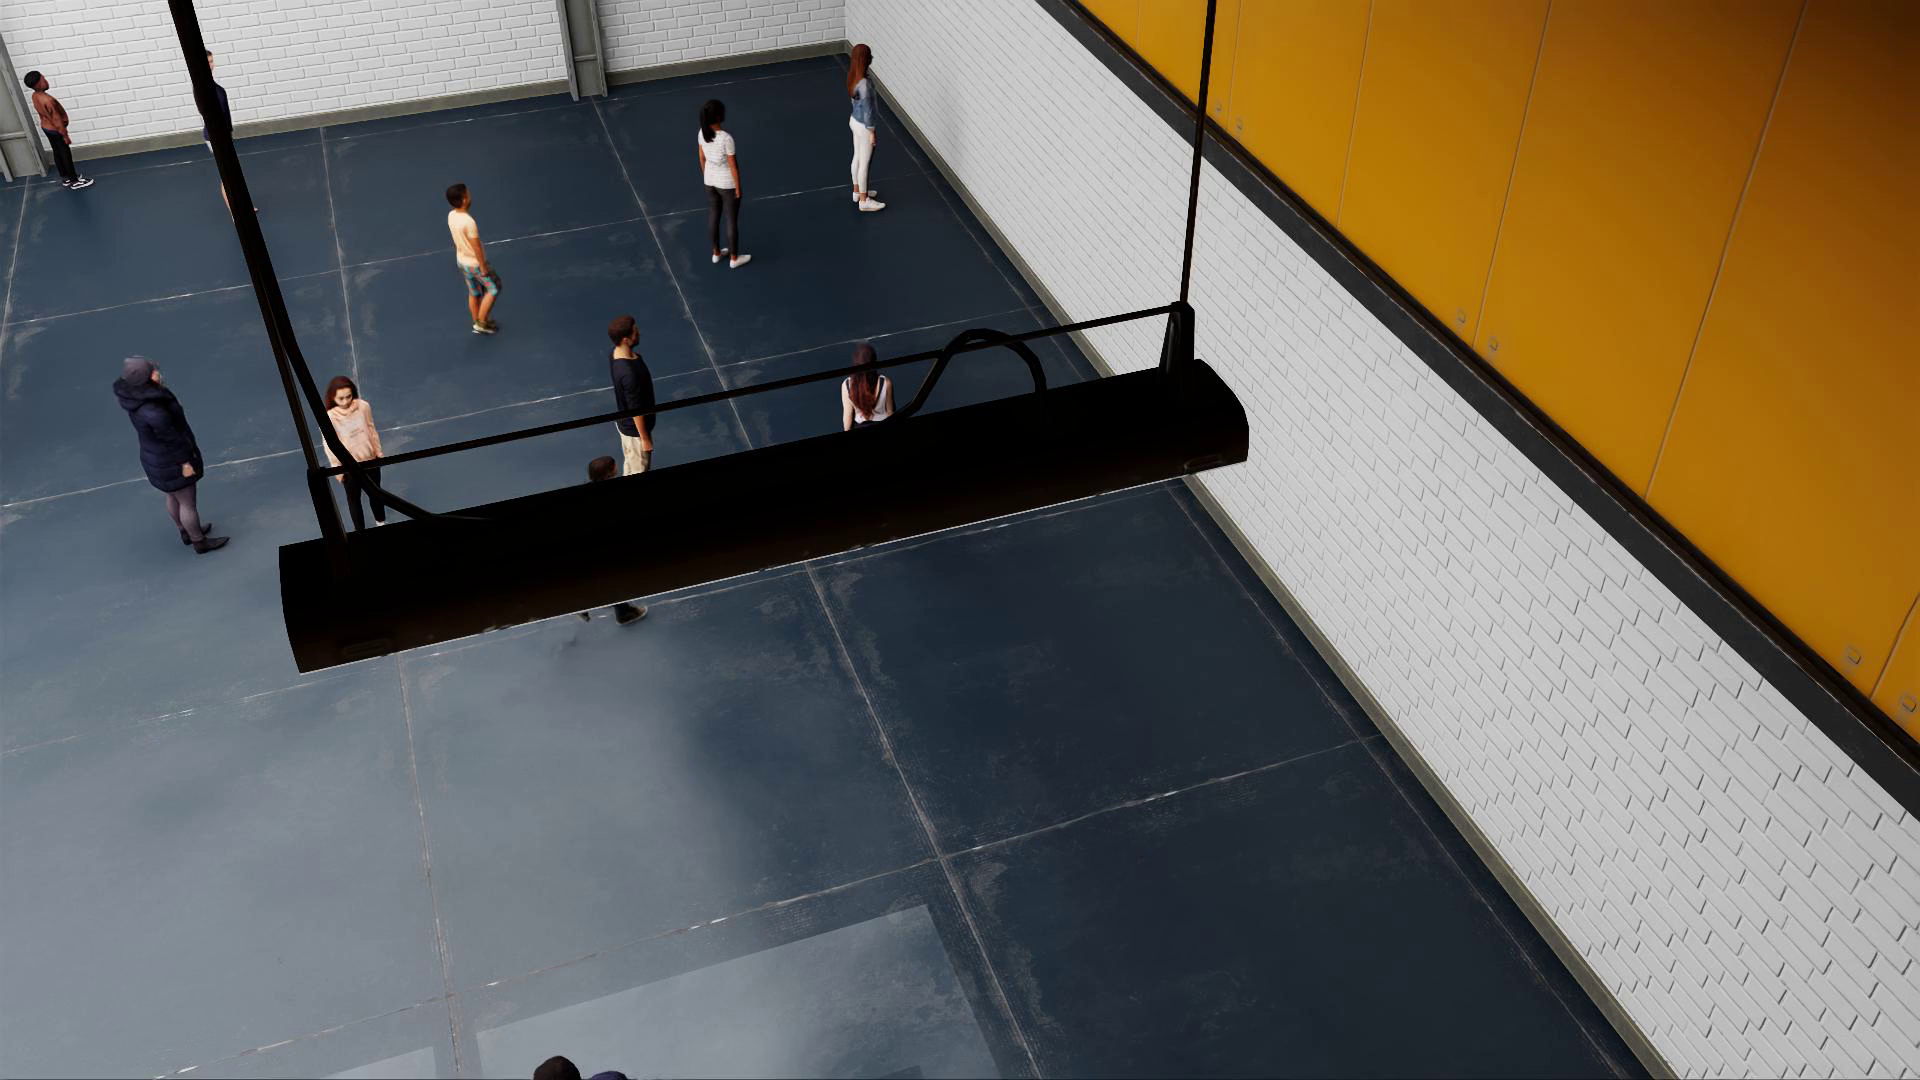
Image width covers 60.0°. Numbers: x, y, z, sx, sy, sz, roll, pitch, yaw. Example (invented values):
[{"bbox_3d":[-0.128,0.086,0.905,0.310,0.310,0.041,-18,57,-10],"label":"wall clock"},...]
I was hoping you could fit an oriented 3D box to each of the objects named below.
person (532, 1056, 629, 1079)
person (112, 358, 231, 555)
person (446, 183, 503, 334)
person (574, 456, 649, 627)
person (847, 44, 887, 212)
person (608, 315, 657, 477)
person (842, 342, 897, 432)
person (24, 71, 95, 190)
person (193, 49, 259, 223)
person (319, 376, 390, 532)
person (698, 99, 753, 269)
[{"bbox_3d":[-1.524,2.959,7.758,0.926,1.737,0.866,21,43,25],"label":"person"},{"bbox_3d":[-5.860,-0.628,12.300,0.780,1.673,0.799,31,48,33],"label":"person"},{"bbox_3d":[-4.370,-2.444,14.754,0.658,1.450,0.709,26,45,28],"label":"person"},{"bbox_3d":[-2.516,0.058,11.618,0.738,1.454,0.863,30,48,32],"label":"person"},{"bbox_3d":[-0.983,-4.149,16.687,0.503,1.702,0.614,-12,40,-15],"label":"person"},{"bbox_3d":[-2.439,-0.857,12.444,0.539,1.852,0.629,-13,41,-16],"label":"person"},{"bbox_3d":[-0.672,-0.762,12.488,0.508,1.649,0.654,-5,39,-6],"label":"person"},{"bbox_3d":[-9.347,-4.239,17.158,0.598,1.255,0.627,25,45,28],"label":"person"},{"bbox_3d":[-7.332,-3.996,16.444,0.549,1.766,0.591,-9,39,-11],"label":"person"},{"bbox_3d":[-4.500,-0.595,12.413,0.704,1.481,0.594,29,47,31],"label":"person"},{"bbox_3d":[-2.267,-3.382,15.775,0.650,1.642,0.689,21,43,25],"label":"person"}]
